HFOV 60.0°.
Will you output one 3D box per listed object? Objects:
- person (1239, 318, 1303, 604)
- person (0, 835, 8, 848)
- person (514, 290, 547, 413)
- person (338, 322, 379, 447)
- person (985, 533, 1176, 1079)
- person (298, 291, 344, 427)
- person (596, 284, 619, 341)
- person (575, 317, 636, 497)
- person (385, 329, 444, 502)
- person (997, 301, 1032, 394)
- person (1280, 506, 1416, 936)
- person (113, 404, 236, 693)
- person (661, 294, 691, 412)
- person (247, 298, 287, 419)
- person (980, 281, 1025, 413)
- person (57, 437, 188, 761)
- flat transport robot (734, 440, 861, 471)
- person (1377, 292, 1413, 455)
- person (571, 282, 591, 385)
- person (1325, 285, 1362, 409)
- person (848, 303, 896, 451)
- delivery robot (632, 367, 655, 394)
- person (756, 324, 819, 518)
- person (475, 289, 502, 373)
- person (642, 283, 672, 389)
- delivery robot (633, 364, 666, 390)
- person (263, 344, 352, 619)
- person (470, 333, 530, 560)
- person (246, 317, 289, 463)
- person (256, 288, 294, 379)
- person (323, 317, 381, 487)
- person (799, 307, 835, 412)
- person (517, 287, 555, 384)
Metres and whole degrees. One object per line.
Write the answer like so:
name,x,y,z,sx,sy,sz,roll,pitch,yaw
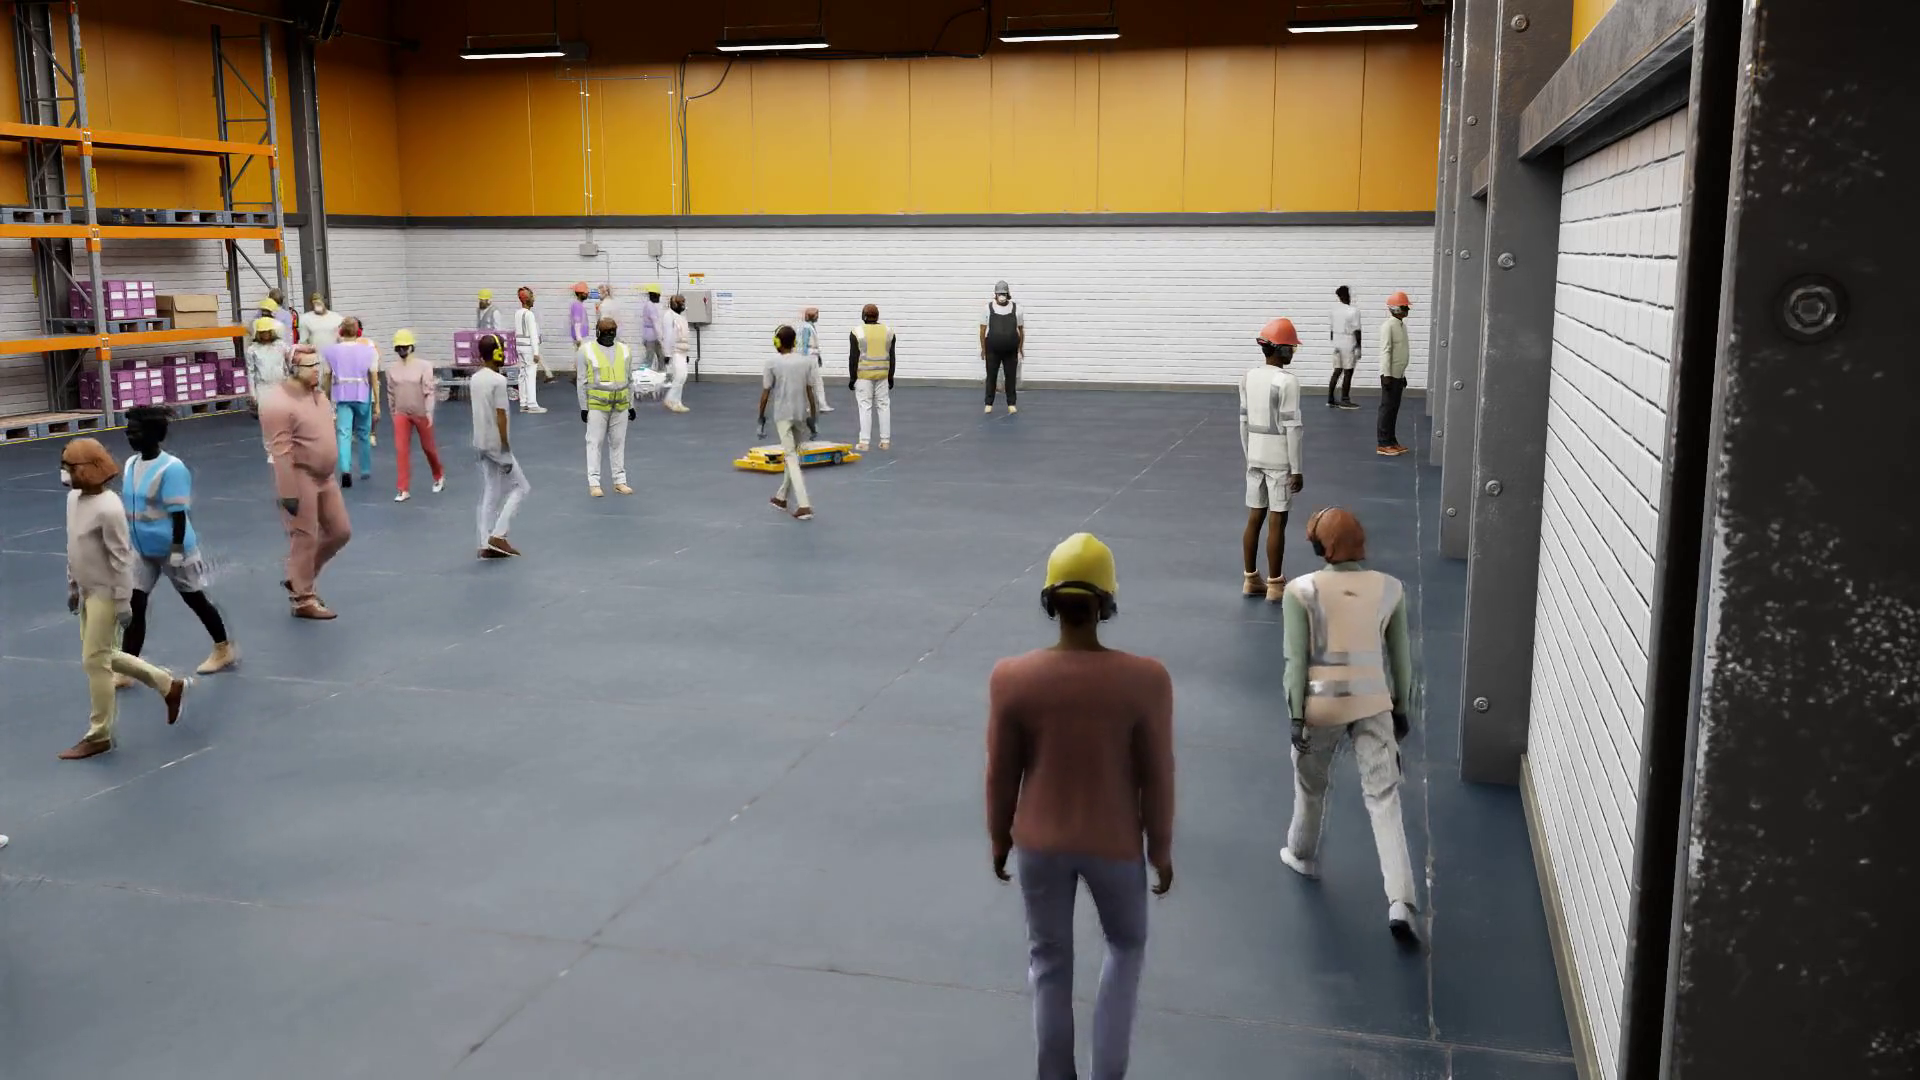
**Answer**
person,2.257,-0.565,11.944,0.375,2.044,0.607,-6,11,-29
person,-4.350,0.372,7.006,0.391,1.913,0.588,-7,12,-36
person,-6.634,-2.893,25.576,0.353,1.884,0.577,-8,13,-39
person,-7.694,-2.017,21.273,0.545,1.649,0.888,-5,11,-27
person,0.339,0.849,4.727,0.544,1.754,0.364,2,10,10
person,-8.967,-2.535,23.454,0.637,1.921,0.437,-3,10,-17
person,-6.365,-3.715,30.256,0.603,1.882,0.637,3,10,16
person,-3.616,-1.368,17.077,0.622,1.838,0.429,-7,12,-36
person,-5.566,-1.295,16.972,0.534,1.729,0.882,0,10,3
person,0.960,-3.327,28.796,0.714,1.604,0.533,2,10,10
person,1.506,0.663,6.359,0.529,1.562,0.991,-1,10,-6
person,-4.648,0.031,9.682,0.540,1.652,0.857,5,11,28
person,-4.342,-2.865,25.580,0.450,1.825,0.656,2,10,14
person,-10.084,-2.614,24.203,0.585,1.814,0.591,1,10,7
person,0.657,-2.958,25.498,0.704,2.000,0.535,0,10,-1
person,-4.281,0.271,8.402,0.508,1.615,0.625,9,14,43
flat transport robot,-1.880,-0.994,19.388,0.652,0.197,1.431,8,13,40
person,5.346,-2.047,20.464,0.374,1.997,0.613,7,12,33
person,-6.687,-3.604,29.478,0.397,1.924,0.561,-1,10,-7
person,6.043,-3.027,26.191,0.420,1.941,0.654,-6,11,-29
person,-1.113,-2.037,20.847,0.633,1.841,0.429,-5,11,-26
delivery robot,-5.267,-2.622,27.540,0.477,0.478,0.707,-3,11,-19
person,-1.649,-1.134,15.828,0.538,1.813,0.994,-7,12,-34
person,-8.392,-3.569,29.635,0.611,1.802,0.500,7,12,36
person,-5.341,-3.601,29.538,0.790,1.897,0.602,-2,10,-10
delivery robot,-5.333,-2.725,28.122,0.707,0.478,0.477,0,10,0
person,-4.450,-0.391,11.381,0.419,1.892,0.667,2,10,9
person,-3.761,-0.751,13.542,0.553,1.851,0.441,9,14,43
person,-8.153,-1.773,19.669,0.497,1.726,0.417,-5,11,-25
person,-10.467,-2.879,25.379,0.632,1.923,0.707,2,10,14
person,-6.537,-1.491,17.887,0.575,1.807,0.942,-3,10,-15
person,-2.195,-2.754,25.529,0.724,1.607,0.551,1,10,4
person,-7.953,-3.809,30.976,0.802,1.817,0.525,-1,10,-6
